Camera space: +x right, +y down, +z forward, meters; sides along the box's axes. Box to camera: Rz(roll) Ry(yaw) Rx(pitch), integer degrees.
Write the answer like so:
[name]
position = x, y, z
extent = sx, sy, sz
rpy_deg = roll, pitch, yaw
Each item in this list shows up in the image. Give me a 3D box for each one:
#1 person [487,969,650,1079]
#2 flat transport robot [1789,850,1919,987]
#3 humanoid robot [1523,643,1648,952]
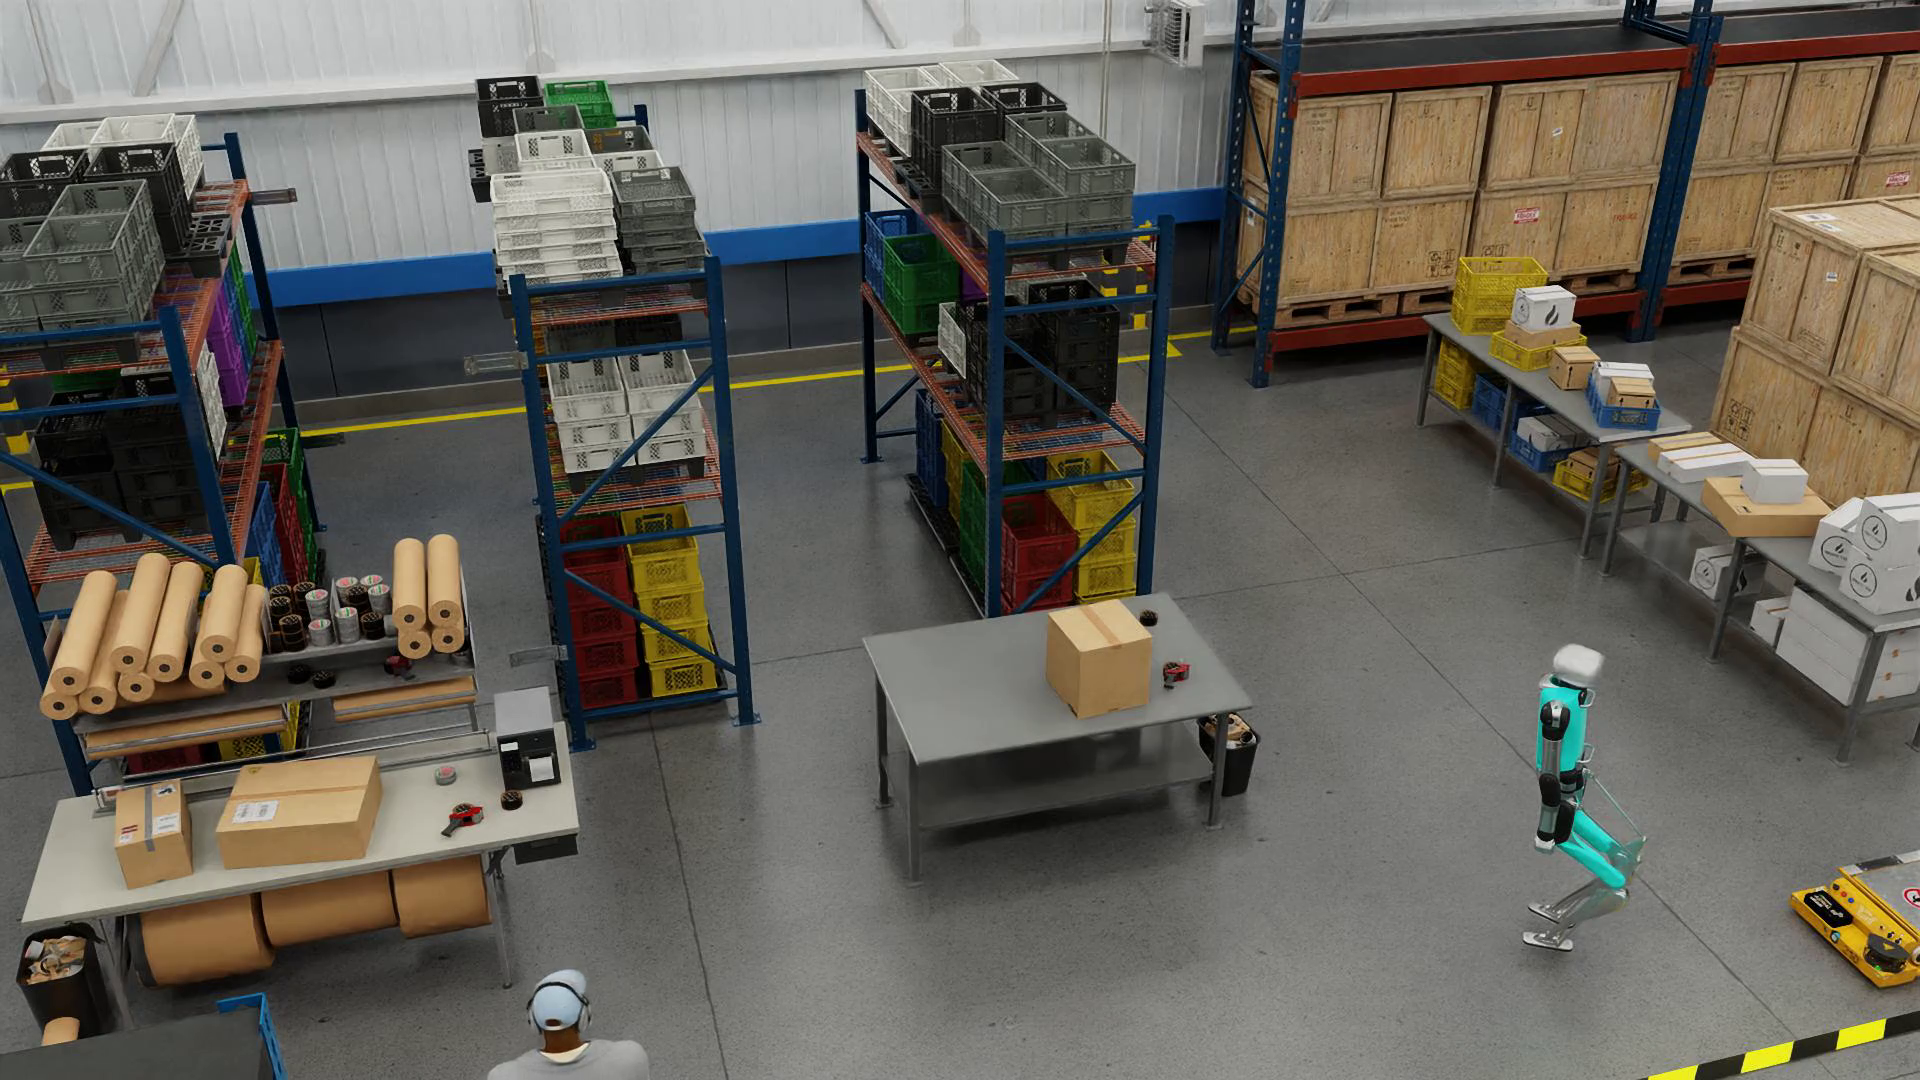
[person]
position = -1.419, 2.344, 6.253
extent = 0.599, 1.850, 0.385
rpy_deg = -8, 30, -15
[flat transport robot]
position = 5.163, 1.916, 8.676
extent = 1.431, 0.231, 0.659
rpy_deg = -8, 30, -14
[humanoid robot]
position = 3.101, 1.312, 8.112
extent = 0.735, 1.675, 0.533
rpy_deg = 15, 32, 25
